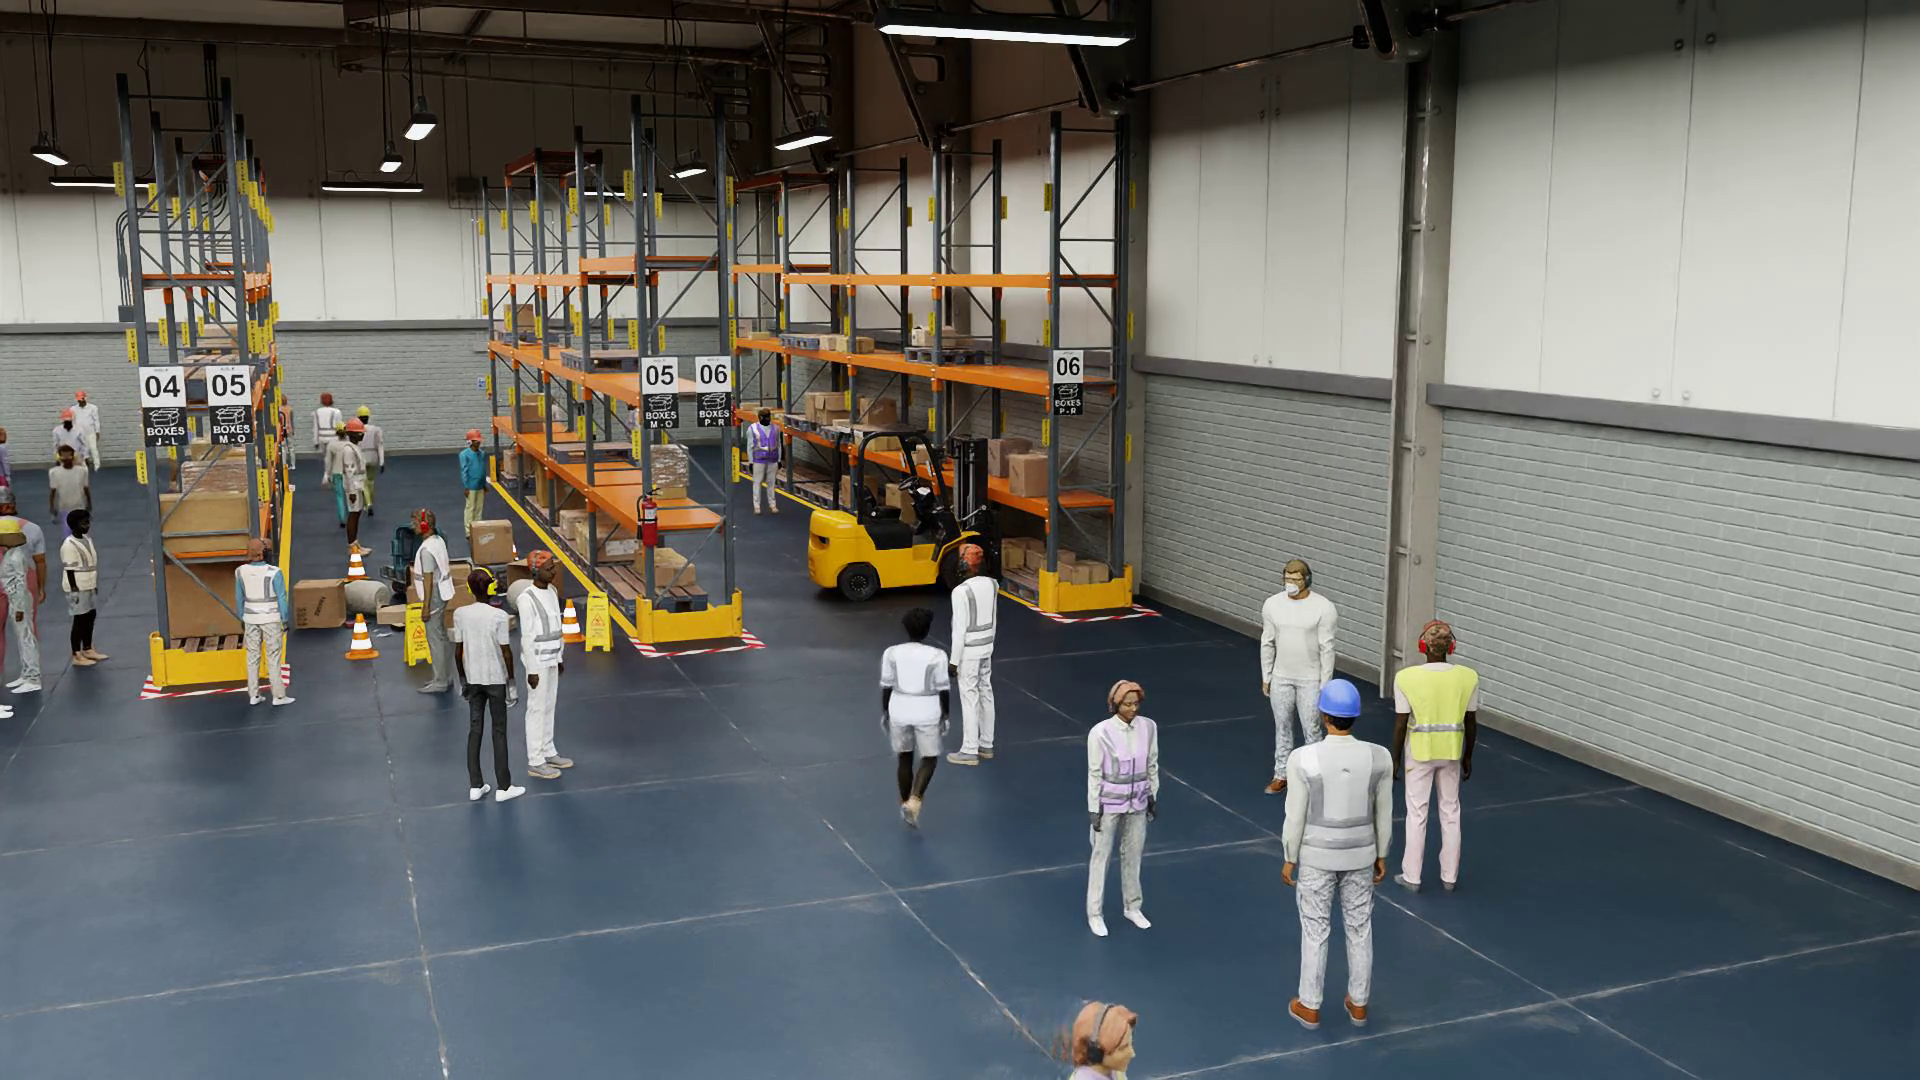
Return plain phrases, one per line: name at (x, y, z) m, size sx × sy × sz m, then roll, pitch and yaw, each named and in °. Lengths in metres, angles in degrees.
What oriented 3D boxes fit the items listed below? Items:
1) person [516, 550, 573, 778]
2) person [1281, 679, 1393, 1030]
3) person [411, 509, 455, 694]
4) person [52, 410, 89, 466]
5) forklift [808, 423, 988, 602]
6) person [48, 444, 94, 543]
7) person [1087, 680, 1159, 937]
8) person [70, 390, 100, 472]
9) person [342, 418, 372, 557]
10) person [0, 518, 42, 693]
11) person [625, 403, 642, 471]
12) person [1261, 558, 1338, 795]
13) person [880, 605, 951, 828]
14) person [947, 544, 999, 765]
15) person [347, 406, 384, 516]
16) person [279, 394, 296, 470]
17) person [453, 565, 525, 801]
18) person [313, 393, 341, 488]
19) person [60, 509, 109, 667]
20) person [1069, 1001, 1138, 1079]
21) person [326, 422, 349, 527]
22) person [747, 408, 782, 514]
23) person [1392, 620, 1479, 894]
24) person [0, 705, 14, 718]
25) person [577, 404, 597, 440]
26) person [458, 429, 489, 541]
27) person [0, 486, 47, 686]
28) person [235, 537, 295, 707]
person at (-3.442, 1.014, 13.760) m, size 0.350 × 1.882 × 0.583 m, roll 1°, pitch 9°, yaw 8°
person at (2.061, 1.718, 9.110) m, size 0.614 × 1.950 × 0.375 m, roll -1°, pitch 9°, yaw -6°
person at (-5.218, 0.603, 16.512) m, size 0.384 × 1.837 × 0.560 m, roll -2°, pitch 9°, yaw -10°
person at (-16.041, -1.484, 29.998) m, size 0.583 × 1.705 × 0.875 m, roll -3°, pitch 10°, yaw -21°
forklift at (-0.830, -0.399, 21.676) m, size 2.313 × 2.155 × 1.214 m, roll -4°, pitch 10°, yaw -21°
person at (-12.255, -0.422, 22.952) m, size 0.525 × 1.846 × 0.727 m, roll -5°, pitch 10°, yaw -27°
person at (1.013, 1.670, 10.428) m, size 0.520 × 1.632 × 0.321 m, roll -5°, pitch 10°, yaw -26°
person at (-18.404, -2.283, 34.978) m, size 0.574 × 1.737 × 0.354 m, roll -1°, pitch 9°, yaw -7°
person at (-8.882, -0.773, 24.508) m, size 0.396 × 2.042 × 0.610 m, roll -1°, pitch 9°, yaw -8°
person at (-9.376, 0.645, 16.520) m, size 0.307 × 1.745 × 0.484 m, roll -6°, pitch 11°, yaw -34°
person at (-6.426, -2.000, 32.939) m, size 0.404 × 1.824 × 0.590 m, roll -3°, pitch 10°, yaw -19°
person at (2.662, 1.094, 13.134) m, size 0.623 × 1.932 × 0.369 m, roll 6°, pitch 11°, yaw 34°
person at (-0.357, 1.332, 12.416) m, size 0.584 × 1.679 × 0.591 m, roll 3°, pitch 9°, yaw 16°
person at (0.101, 0.962, 14.085) m, size 0.355 × 1.883 × 0.573 m, roll 7°, pitch 11°, yaw 36°
person at (-10.271, -1.377, 28.773) m, size 0.592 × 1.896 × 0.908 m, roll -5°, pitch 10°, yaw -29°
person at (-14.307, -2.270, 35.191) m, size 0.307 × 1.639 × 0.525 m, roll 5°, pitch 10°, yaw 28°
person at (-3.717, 1.124, 13.094) m, size 0.514 × 1.876 × 0.328 m, roll 2°, pitch 9°, yaw 14°
person at (-12.310, -1.937, 32.407) m, size 0.595 × 1.866 × 0.743 m, roll 2°, pitch 9°, yaw 13°
person at (-9.303, 0.503, 17.601) m, size 0.319 × 1.686 × 0.539 m, roll -1°, pitch 9°, yaw -6°
person at (0.555, 2.408, 5.844) m, size 0.786 × 1.603 × 0.552 m, roll 4°, pitch 10°, yaw 23°
person at (-10.195, -1.090, 27.496) m, size 0.532 × 1.725 × 0.883 m, roll -3°, pitch 10°, yaw -19°
person at (-3.383, -1.372, 28.909) m, size 0.636 × 1.842 × 0.429 m, roll -5°, pitch 10°, yaw -27°
person at (3.157, 1.455, 11.099) m, size 0.566 × 1.846 × 0.389 m, roll 0°, pitch 9°, yaw -3°
person at (-9.110, 0.737, 15.548) m, size 0.311 × 1.869 × 0.532 m, roll -5°, pitch 10°, yaw -30°
person at (-7.177, -1.803, 32.071) m, size 0.535 × 1.697 × 0.322 m, roll 9°, pitch 12°, yaw 43°
person at (-7.559, -0.857, 25.944) m, size 0.325 × 1.752 × 0.559 m, roll 3°, pitch 10°, yaw 19°
person at (-9.630, 0.447, 16.832) m, size 0.685 × 2.000 × 0.535 m, roll -6°, pitch 11°, yaw -35°
person at (-6.680, 0.787, 15.951) m, size 0.523 × 1.639 × 0.306 m, roll 2°, pitch 9°, yaw 10°
